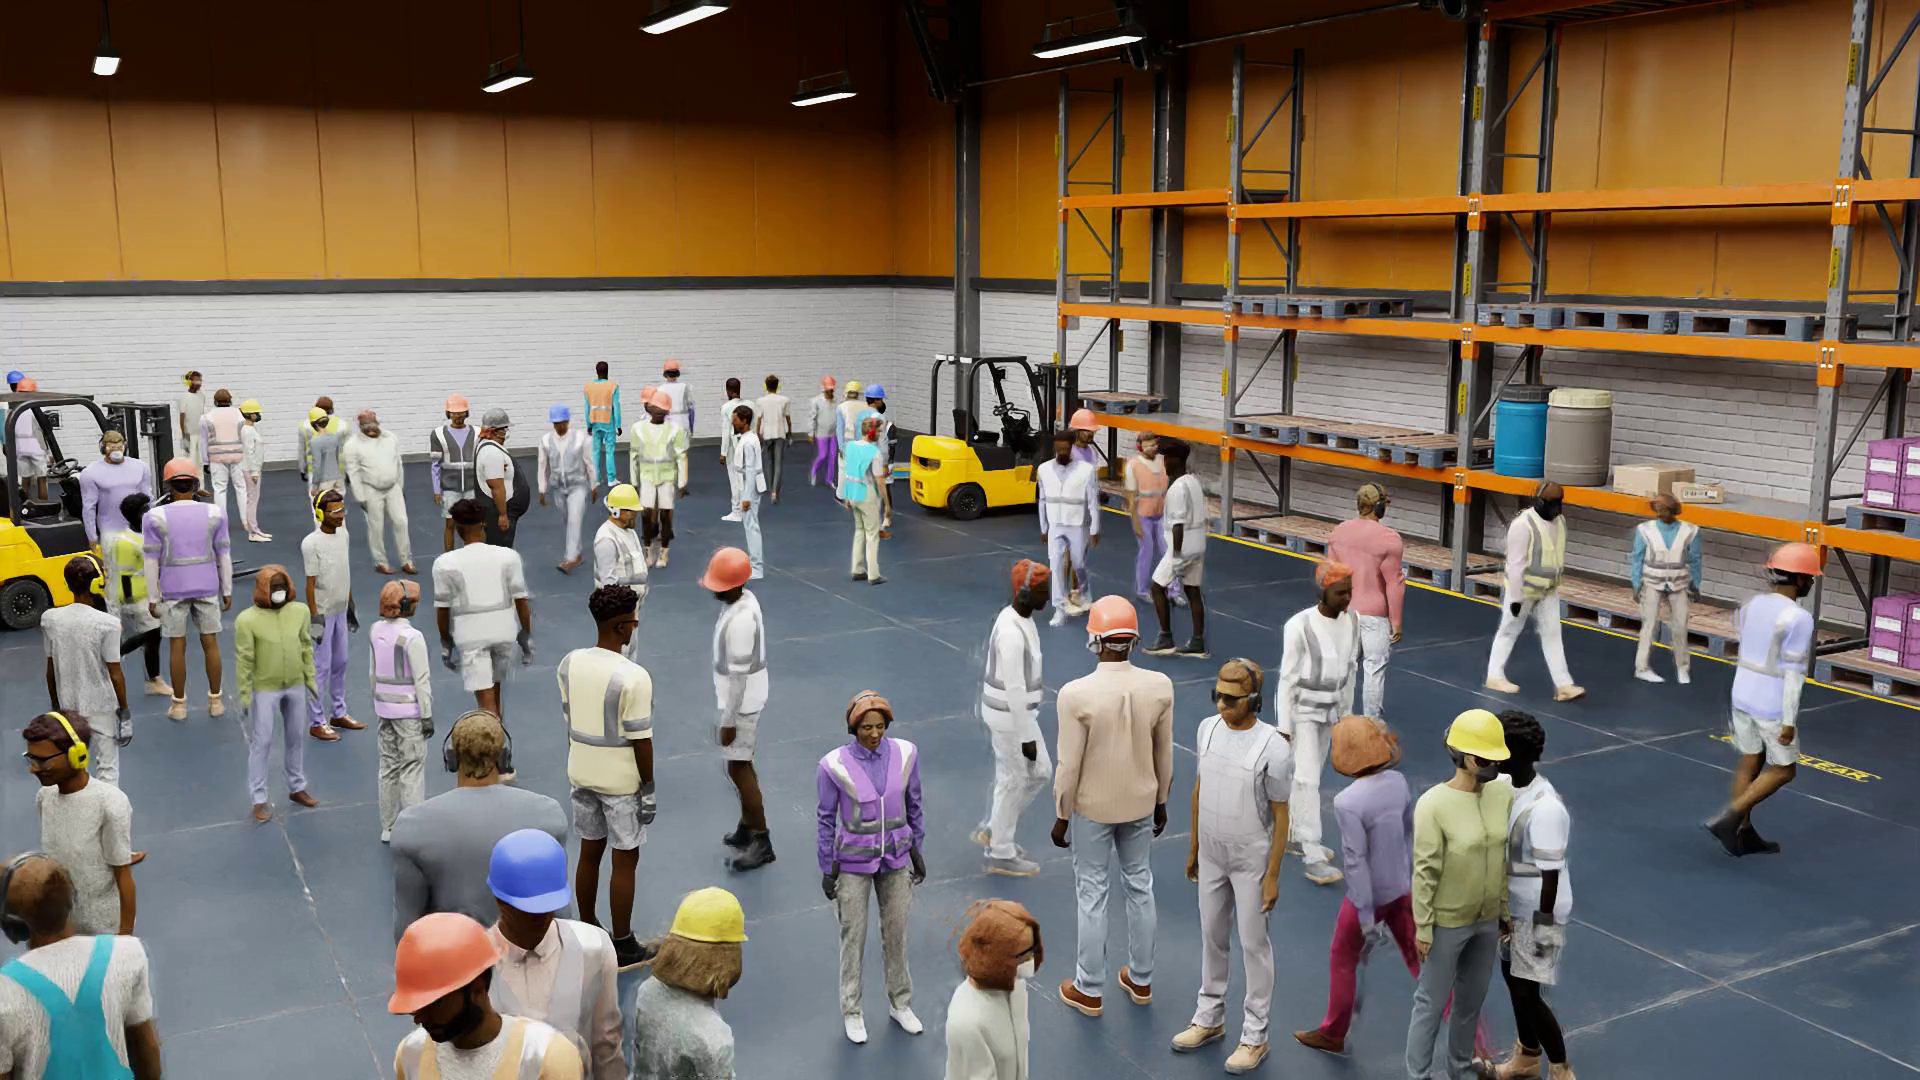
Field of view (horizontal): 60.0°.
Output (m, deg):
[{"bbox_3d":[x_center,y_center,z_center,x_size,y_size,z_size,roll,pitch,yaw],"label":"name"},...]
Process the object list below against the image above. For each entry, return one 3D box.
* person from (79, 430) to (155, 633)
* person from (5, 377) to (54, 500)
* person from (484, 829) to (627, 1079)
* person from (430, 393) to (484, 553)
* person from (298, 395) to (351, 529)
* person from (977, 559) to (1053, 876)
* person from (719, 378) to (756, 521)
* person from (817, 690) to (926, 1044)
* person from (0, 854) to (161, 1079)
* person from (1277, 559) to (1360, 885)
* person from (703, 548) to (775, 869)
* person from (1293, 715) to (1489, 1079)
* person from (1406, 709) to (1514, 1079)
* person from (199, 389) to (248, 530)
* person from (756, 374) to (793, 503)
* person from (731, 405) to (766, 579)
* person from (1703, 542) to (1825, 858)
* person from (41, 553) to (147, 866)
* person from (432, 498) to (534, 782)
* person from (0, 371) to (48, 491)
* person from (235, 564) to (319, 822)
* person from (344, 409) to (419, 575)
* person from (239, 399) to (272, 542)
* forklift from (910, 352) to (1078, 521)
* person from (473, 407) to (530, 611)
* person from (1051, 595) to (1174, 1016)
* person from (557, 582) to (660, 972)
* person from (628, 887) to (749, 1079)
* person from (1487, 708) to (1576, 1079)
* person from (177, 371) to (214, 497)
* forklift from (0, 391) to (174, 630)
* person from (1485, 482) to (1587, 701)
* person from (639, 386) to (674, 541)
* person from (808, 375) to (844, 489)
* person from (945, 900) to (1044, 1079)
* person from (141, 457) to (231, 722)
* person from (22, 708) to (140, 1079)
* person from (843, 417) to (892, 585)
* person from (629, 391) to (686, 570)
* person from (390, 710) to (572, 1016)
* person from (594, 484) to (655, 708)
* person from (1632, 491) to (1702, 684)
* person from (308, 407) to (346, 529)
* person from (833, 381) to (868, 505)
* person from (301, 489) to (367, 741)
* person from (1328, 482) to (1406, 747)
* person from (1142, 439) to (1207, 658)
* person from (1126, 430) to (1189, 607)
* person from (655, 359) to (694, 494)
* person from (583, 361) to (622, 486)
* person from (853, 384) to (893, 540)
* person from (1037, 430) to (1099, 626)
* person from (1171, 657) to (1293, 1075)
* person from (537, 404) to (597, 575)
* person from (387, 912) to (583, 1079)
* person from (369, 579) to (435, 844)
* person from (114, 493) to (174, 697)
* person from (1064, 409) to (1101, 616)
[{"bbox_3d":[-7.900,-0.081,15.661,0.375,1.930,0.636,10,14,44],"label":"person"},{"bbox_3d":[-12.207,-1.169,21.891,0.551,1.934,0.373,0,10,0],"label":"person"},{"bbox_3d":[-1.271,1.778,4.933,0.604,1.939,0.414,-6,12,-32],"label":"person"},{"bbox_3d":[-5.471,-0.587,18.235,0.608,2.044,0.370,-5,11,-27],"label":"person"},{"bbox_3d":[-7.807,-0.866,20.495,0.633,1.816,0.766,-4,11,-22],"label":"person"},{"bbox_3d":[0.328,1.022,9.476,0.407,1.867,0.601,2,10,11],"label":"person"},{"bbox_3d":[-2.956,-1.206,22.166,0.388,1.916,0.589,7,12,35],"label":"person"},{"bbox_3d":[-0.404,1.473,7.565,0.519,1.631,0.325,-5,11,-26],"label":"person"},{"bbox_3d":[-2.661,1.821,4.990,0.345,1.832,0.543,9,13,42],"label":"person"},{"bbox_3d":[2.080,1.027,9.549,0.579,1.860,0.687,-8,13,-39],"label":"person"},{"bbox_3d":[-1.287,0.964,9.755,0.381,1.896,0.662,-1,10,-4],"label":"person"},{"bbox_3d":[1.886,1.558,7.205,0.522,1.591,0.828,-8,13,-38],"label":"person"},{"bbox_3d":[2.058,1.544,6.772,0.533,1.766,0.316,-6,11,-30],"label":"person"},{"bbox_3d":[-9.404,-1.023,21.362,0.629,1.836,0.429,-5,11,-26],"label":"person"},{"bbox_3d":[-2.679,-1.461,23.872,0.499,1.839,0.932,0,10,2],"label":"person"},{"bbox_3d":[-2.312,-0.528,18.261,0.373,1.915,0.596,-2,10,-9],"label":"person"},{"bbox_3d":[4.706,0.956,9.752,0.629,1.912,0.553,-2,10,-13],"label":"person"},{"bbox_3d":[-5.024,1.004,9.617,0.512,1.861,0.325,1,10,8],"label":"person"},{"bbox_3d":[-3.245,0.674,11.380,0.609,1.921,0.939,-7,12,-36],"label":"person"},{"bbox_3d":[-13.029,-1.382,23.129,0.425,1.938,0.603,7,12,37],"label":"person"},{"bbox_3d":[-4.340,0.947,10.593,0.277,1.629,0.508,8,13,39],"label":"person"},{"bbox_3d":[-6.342,-0.507,18.293,0.685,1.868,0.753,-10,14,-44],"label":"person"},{"bbox_3d":[-8.735,-0.860,20.604,0.312,1.769,0.525,-4,10,-19],"label":"person"},{"bbox_3d":[0.460,-1.461,22.833,2.313,2.155,1.214,-5,11,-28],"label":"forklift"},{"bbox_3d":[-4.587,-0.319,16.698,0.537,2.000,0.678,-5,11,-25],"label":"person"},{"bbox_3d":[0.713,1.243,7.839,0.622,1.993,0.381,-4,11,-23],"label":"person"},{"bbox_3d":[-1.744,1.179,8.331,0.598,1.958,0.373,7,12,34],"label":"person"},{"bbox_3d":[-0.807,1.882,5.051,0.886,1.673,0.496,-6,11,-30],"label":"person"},{"bbox_3d":[2.386,1.542,7.010,0.355,1.682,0.553,-1,10,-5],"label":"person"},{"bbox_3d":[-11.133,-1.515,24.156,0.346,1.861,0.608,3,10,18],"label":"person"},{"bbox_3d":[-9.026,-0.363,16.508,1.214,2.155,2.313,6,11,29],"label":"forklift"},{"bbox_3d":[4.615,0.410,13.282,0.653,1.778,0.925,-6,12,-31],"label":"person"},{"bbox_3d":[-3.793,-0.949,20.656,0.544,1.930,0.389,7,12,35],"label":"person"},{"bbox_3d":[-2.005,-1.625,25.111,0.557,1.731,0.455,-6,12,-33],"label":"person"},{"bbox_3d":[0.140,1.895,5.268,0.888,1.581,0.496,5,11,29],"label":"person"},{"bbox_3d":[-5.904,0.376,12.743,0.609,2.032,0.410,-6,12,-33],"label":"person"},{"bbox_3d":[-3.384,1.556,6.450,0.524,1.857,0.345,5,11,27],"label":"person"},{"bbox_3d":[-1.002,-0.414,17.857,0.471,1.828,0.588,-8,12,-37],"label":"person"},{"bbox_3d":[-3.410,-0.657,18.710,0.636,2.013,0.579,-1,10,-4],"label":"person"},{"bbox_3d":[-1.748,1.575,6.139,0.636,1.928,0.383,-4,11,-23],"label":"person"},{"bbox_3d":[-2.602,0.468,12.824,0.403,1.816,0.605,1,10,5],"label":"person"},{"bbox_3d":[5.863,0.393,13.805,0.550,1.619,0.375,3,10,16],"label":"person"},{"bbox_3d":[-7.487,-0.682,19.594,0.329,1.764,0.524,2,10,11],"label":"person"},{"bbox_3d":[-1.497,-1.323,23.266,0.605,1.767,0.972,-5,11,-26],"label":"person"},{"bbox_3d":[-4.634,0.543,12.276,0.349,1.863,0.515,3,10,15],"label":"person"},{"bbox_3d":[2.944,0.541,12.043,0.372,1.940,0.630,-8,13,-39],"label":"person"},{"bbox_3d":[1.909,0.077,14.699,0.667,1.936,0.614,6,12,32],"label":"person"},{"bbox_3d":[1.994,-0.203,16.708,0.623,1.800,0.759,-7,12,-34],"label":"person"},{"bbox_3d":[-4.236,-1.688,24.715,0.604,2.008,1.031,-2,10,-13],"label":"person"},{"bbox_3d":[-5.472,-1.779,25.490,0.587,1.911,0.397,3,10,16],"label":"person"},{"bbox_3d":[-1.083,-0.975,20.751,0.408,1.942,0.616,-8,13,-39],"label":"person"},{"bbox_3d":[1.075,-0.152,16.210,0.642,1.886,0.866,3,10,19],"label":"person"},{"bbox_3d":[1.204,1.410,7.311,0.346,1.845,0.505,-9,13,-42],"label":"person"},{"bbox_3d":[-4.410,-0.574,18.595,0.623,1.885,1.009,1,10,6],"label":"person"},{"bbox_3d":[-1.223,1.865,4.545,0.555,1.900,0.881,2,10,9],"label":"person"},{"bbox_3d":[-3.345,1.047,9.996,0.523,1.636,0.310,8,12,37],"label":"person"},{"bbox_3d":[-6.643,0.443,13.357,0.608,1.674,0.533,-1,10,-8],"label":"person"},{"bbox_3d":[1.203,-0.278,16.457,0.396,2.042,0.610,7,12,36],"label":"person"}]
